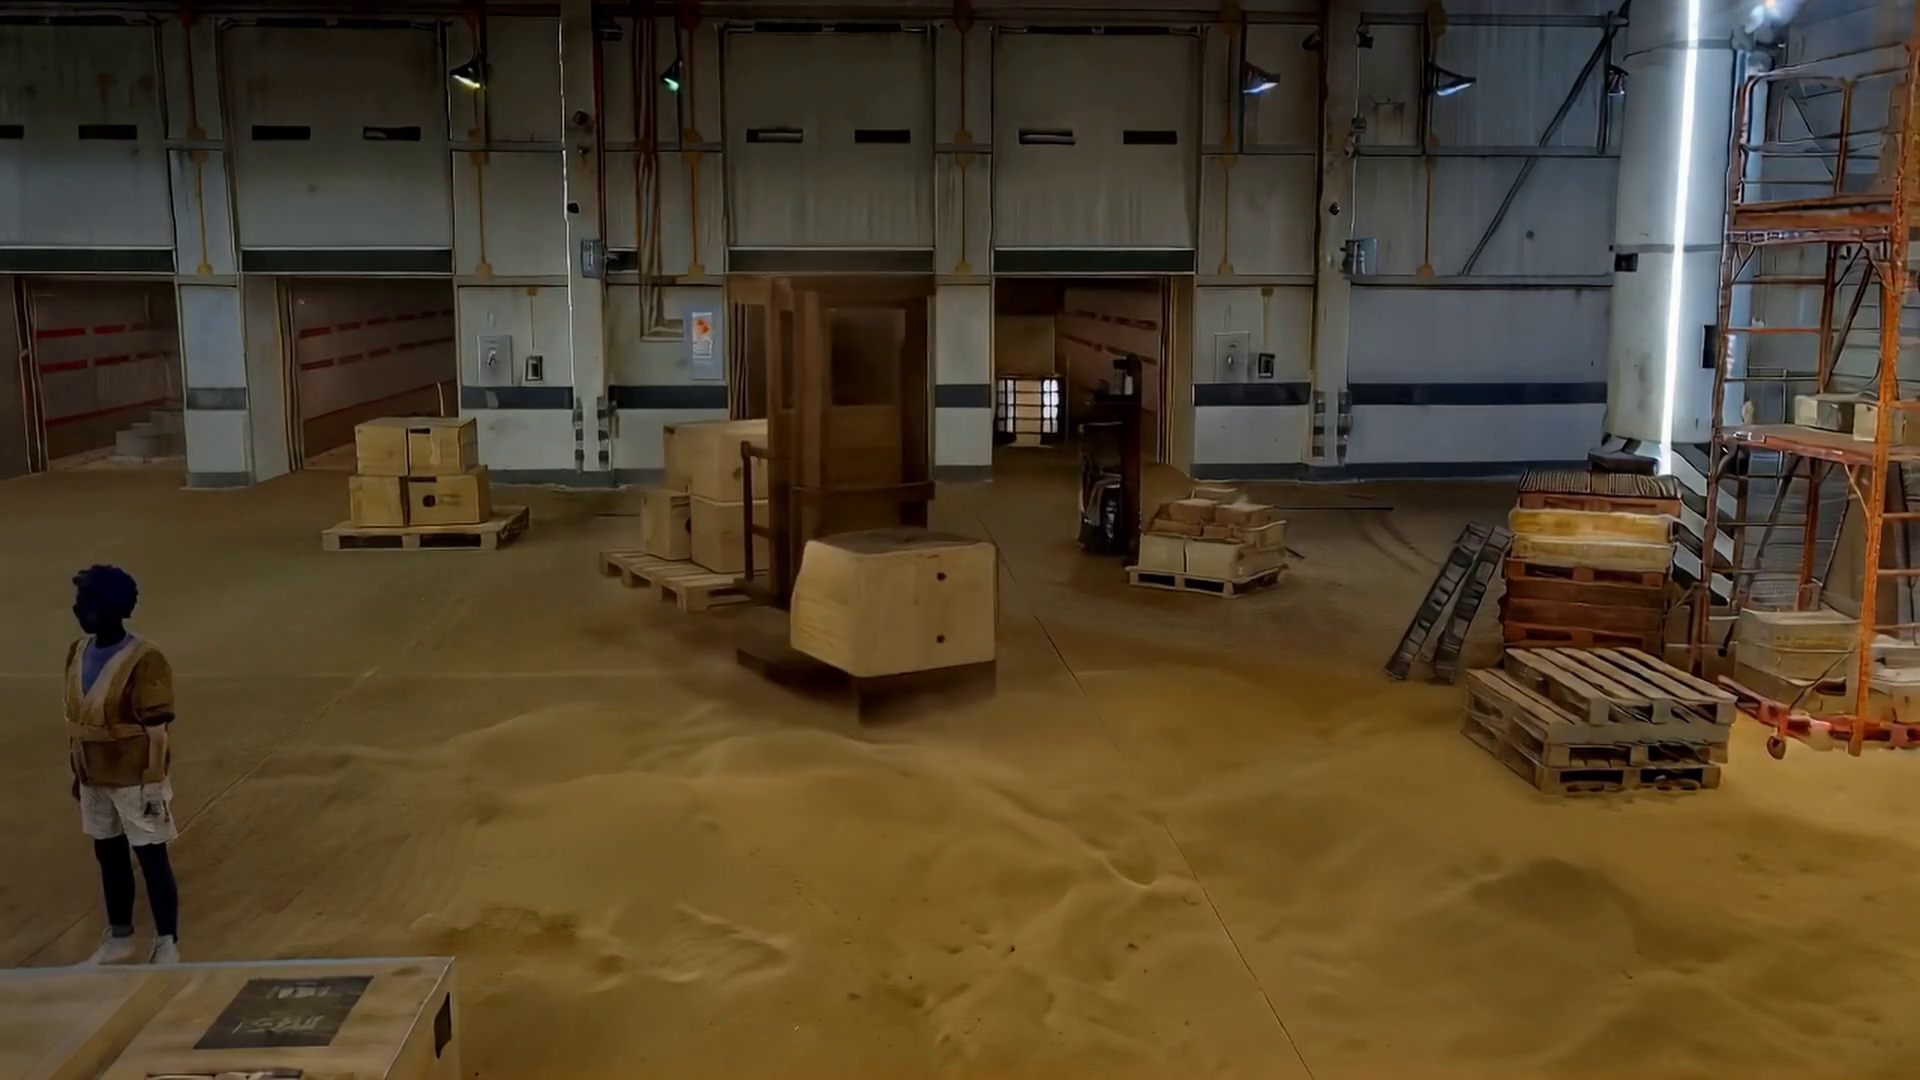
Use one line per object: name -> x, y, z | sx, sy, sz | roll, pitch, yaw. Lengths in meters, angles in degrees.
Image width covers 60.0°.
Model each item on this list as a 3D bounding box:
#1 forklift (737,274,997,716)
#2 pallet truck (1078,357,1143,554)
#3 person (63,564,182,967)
forklift -> -0.643, -0.392, 11.209 | 1.129, 2.768, 1.873 | -5, 10, -30
pallet truck -> 2.088, -0.836, 16.757 | 1.885, 1.965, 0.823 | 2, 9, 13
person -> -3.336, 0.933, 6.598 | 0.534, 1.697, 0.318 | 4, 10, 24
